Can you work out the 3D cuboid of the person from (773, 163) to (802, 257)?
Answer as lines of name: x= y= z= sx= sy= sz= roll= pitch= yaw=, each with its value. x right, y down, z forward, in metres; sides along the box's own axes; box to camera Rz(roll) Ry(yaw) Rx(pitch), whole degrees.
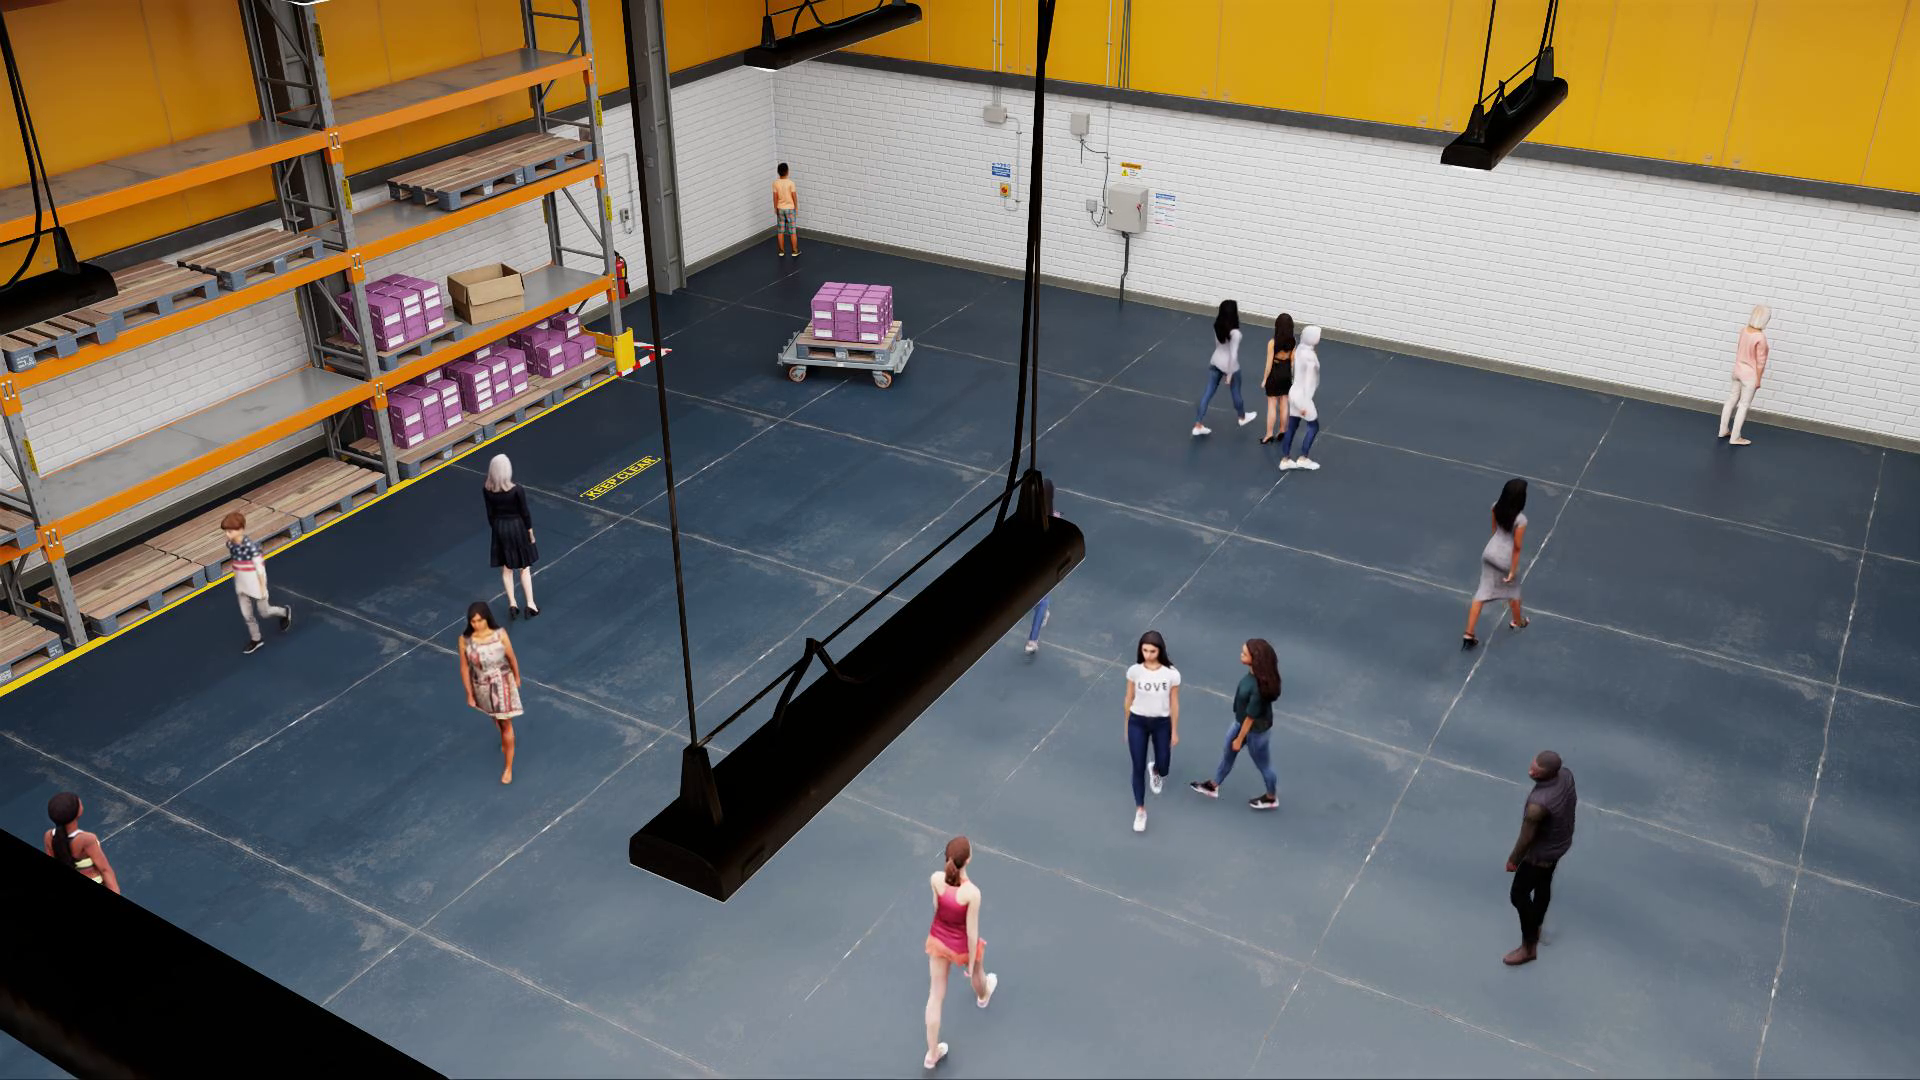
person: x=-2.709 y=-5.140 z=25.849 sx=0.591 sy=1.461 sz=0.597 roll=3 pitch=29 yaw=6

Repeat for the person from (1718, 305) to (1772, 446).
person: x=9.358 y=-1.982 z=19.785 sx=0.734 sy=1.725 sz=0.670 roll=-7 pitch=29 yaw=-12

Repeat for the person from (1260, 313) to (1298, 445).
person: x=3.786 y=-1.905 z=19.721 sx=0.597 sy=1.650 sz=0.683 roll=-11 pitch=30 yaw=-19

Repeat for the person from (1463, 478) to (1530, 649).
person: x=5.022 y=0.256 z=15.661 sx=1.129 sy=1.744 sz=0.889 roll=-19 pitch=34 yaw=-31

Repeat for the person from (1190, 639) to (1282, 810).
person: x=2.469 y=1.531 z=13.488 sx=0.905 sy=1.587 sz=0.993 roll=2 pitch=29 yaw=3

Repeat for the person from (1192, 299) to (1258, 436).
person: x=3.080 y=-2.026 z=19.907 sx=1.239 sy=1.685 sz=0.955 roll=-18 pitch=34 yaw=-30

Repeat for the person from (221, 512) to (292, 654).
person: x=-6.691 y=0.371 z=15.785 sx=0.615 sy=1.423 sz=0.824 roll=10 pitch=30 yaw=17

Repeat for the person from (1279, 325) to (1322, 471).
person: x=3.825 y=-1.604 z=19.051 sx=0.855 sy=1.763 sz=0.791 roll=-5 pitch=29 yaw=-8

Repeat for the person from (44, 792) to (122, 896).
person: x=-6.040 y=2.497 z=11.544 sx=0.632 sy=1.753 sz=0.622 roll=4 pitch=29 yaw=7

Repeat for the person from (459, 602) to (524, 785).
person: x=-3.951 y=1.178 z=14.116 sx=0.986 sy=1.605 sz=1.114 roll=-4 pitch=29 yaw=-7

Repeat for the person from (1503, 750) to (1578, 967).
person: x=4.241 y=2.210 z=12.008 sx=0.625 sy=1.811 sz=0.896 roll=-16 pitch=33 yaw=-27

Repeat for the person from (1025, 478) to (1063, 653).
person: x=0.742 y=0.258 z=15.700 sx=0.815 sy=1.703 sz=1.187 roll=8 pitch=30 yaw=14

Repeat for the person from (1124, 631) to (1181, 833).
person: x=1.540 y=1.480 z=13.395 sx=0.789 sy=1.766 sz=0.964 roll=5 pitch=29 yaw=8

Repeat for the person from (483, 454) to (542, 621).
person: x=-4.364 y=-0.033 z=16.188 sx=0.690 sy=1.747 sz=0.703 roll=2 pitch=29 yaw=4

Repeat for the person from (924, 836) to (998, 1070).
person: x=-0.084 y=2.764 z=11.107 sx=0.626 sy=1.702 sz=1.165 roll=12 pitch=31 yaw=21
